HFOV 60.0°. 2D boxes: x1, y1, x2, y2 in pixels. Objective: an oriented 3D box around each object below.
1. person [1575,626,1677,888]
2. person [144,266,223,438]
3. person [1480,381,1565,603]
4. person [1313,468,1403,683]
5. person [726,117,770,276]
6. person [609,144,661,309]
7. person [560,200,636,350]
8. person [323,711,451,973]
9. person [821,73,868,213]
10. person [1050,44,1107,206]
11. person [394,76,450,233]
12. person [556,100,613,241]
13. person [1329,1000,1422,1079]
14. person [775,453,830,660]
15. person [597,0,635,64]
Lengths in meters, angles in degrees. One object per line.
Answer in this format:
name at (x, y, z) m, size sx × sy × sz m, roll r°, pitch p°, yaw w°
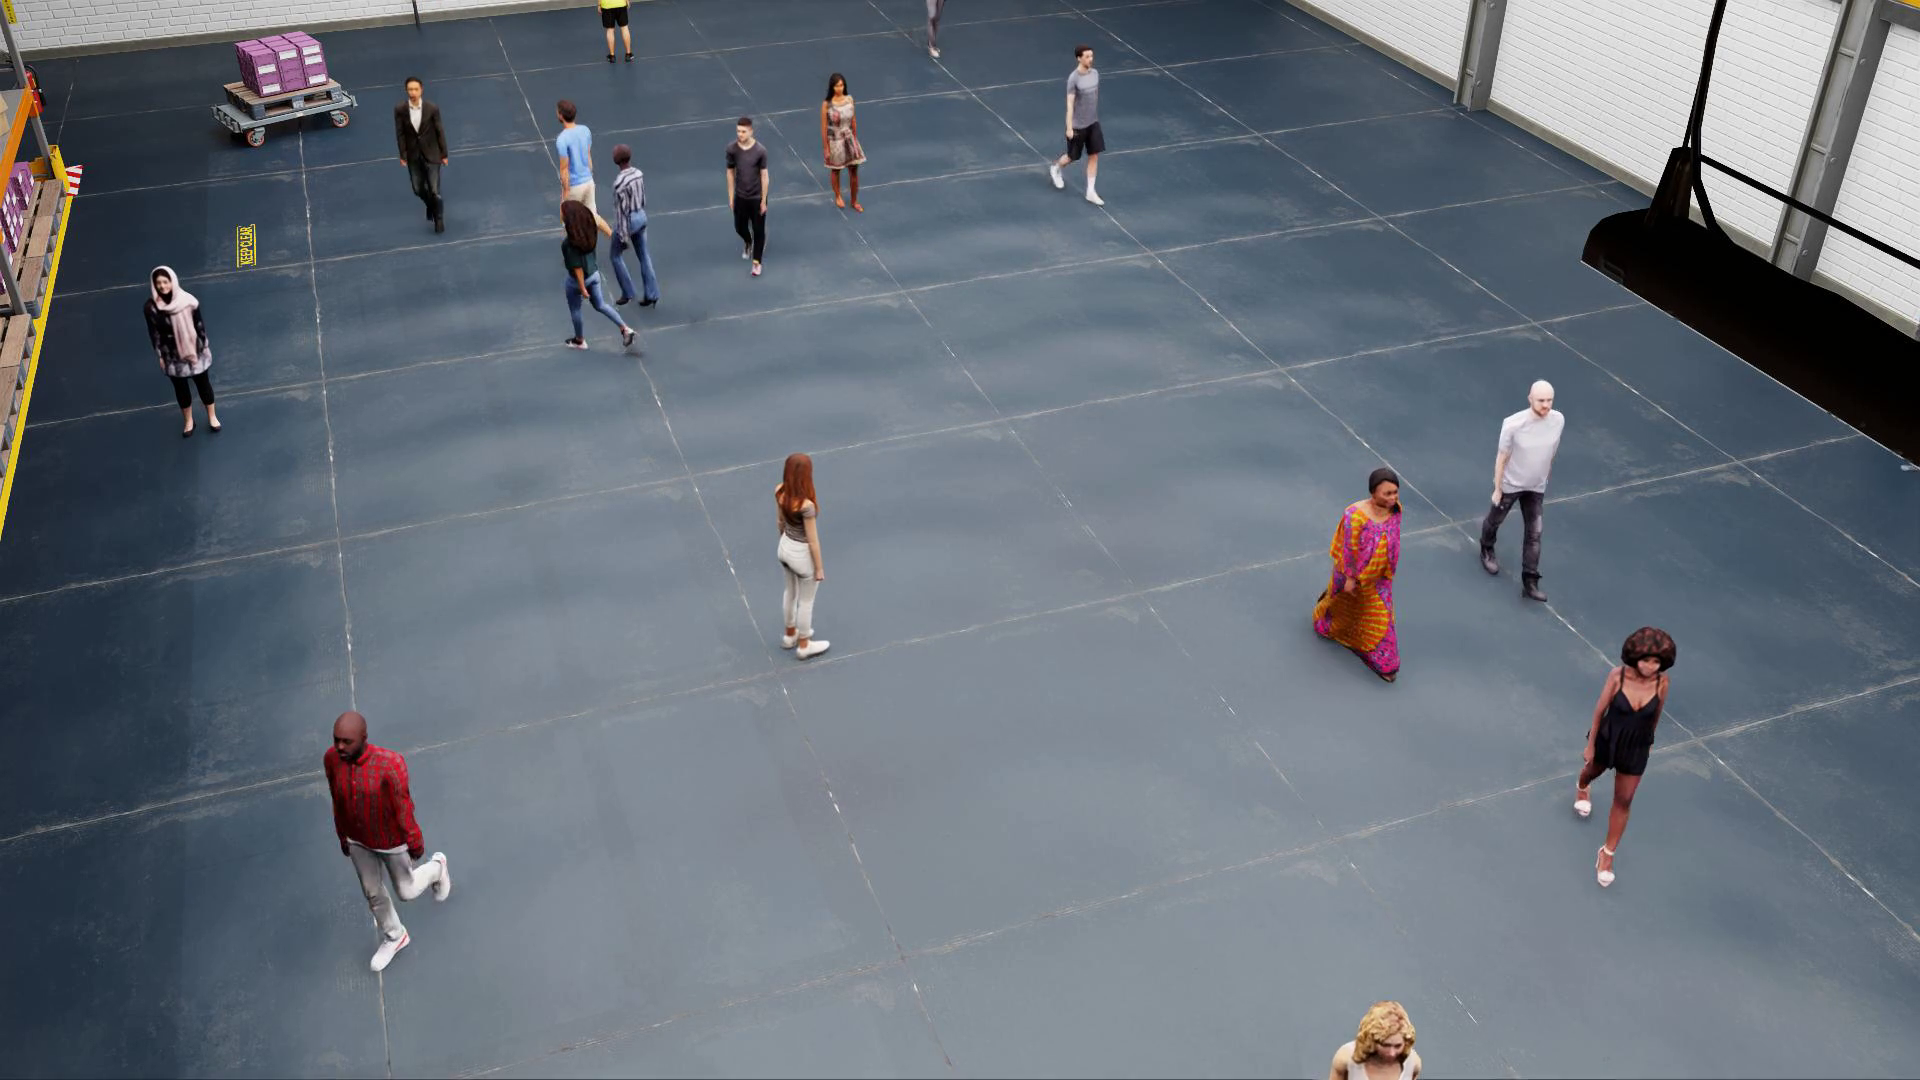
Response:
person at (4.142, 1.247, 10.510) m, size 0.949 × 1.748 × 1.147 m, roll 6°, pitch 34°, yaw 9°
person at (-7.053, -1.734, 15.095) m, size 0.618 × 1.637 × 0.593 m, roll -12°, pitch 36°, yaw -18°
person at (4.371, -0.482, 13.068) m, size 0.867 × 1.797 × 1.206 m, roll -3°, pitch 34°, yaw -5°
person at (2.939, 0.171, 12.219) m, size 0.662 × 1.648 × 1.174 m, roll -10°, pitch 35°, yaw -15°
person at (-2.243, -3.756, 18.035) m, size 0.803 × 1.751 × 0.882 m, roll 5°, pitch 34°, yaw 8°
person at (-3.306, -3.195, 17.166) m, size 0.892 × 1.778 × 0.831 m, roll 14°, pitch 36°, yaw 19°
person at (-3.632, -2.579, 16.405) m, size 1.049 × 1.594 × 1.007 m, roll 12°, pitch 36°, yaw 18°
person at (-3.386, 1.673, 9.818) m, size 0.989 × 1.805 × 1.105 m, roll 9°, pitch 35°, yaw 13°
person at (-1.444, -4.716, 19.589) m, size 0.695 × 1.629 × 0.806 m, roll -15°, pitch 36°, yaw -21°
person at (1.398, -4.969, 19.782) m, size 0.900 × 1.836 × 1.233 m, roll -22°, pitch 40°, yaw -30°
person at (-6.131, -4.436, 19.023) m, size 0.772 × 1.790 × 0.807 m, roll -4°, pitch 34°, yaw -7°
person at (-4.086, -3.845, 18.084) m, size 1.076 × 1.846 × 0.985 m, roll 17°, pitch 37°, yaw 24°
person at (1.986, 2.822, 8.249) m, size 0.920 × 1.628 × 1.194 m, roll 2°, pitch 34°, yaw 4°
person at (-1.198, 0.123, 12.230) m, size 0.722 × 1.716 × 0.595 m, roll -28°, pitch 43°, yaw -35°
person at (-5.049, -7.839, 24.216) m, size 0.646 × 1.708 × 0.577 m, roll -7°, pitch 34°, yaw -10°
